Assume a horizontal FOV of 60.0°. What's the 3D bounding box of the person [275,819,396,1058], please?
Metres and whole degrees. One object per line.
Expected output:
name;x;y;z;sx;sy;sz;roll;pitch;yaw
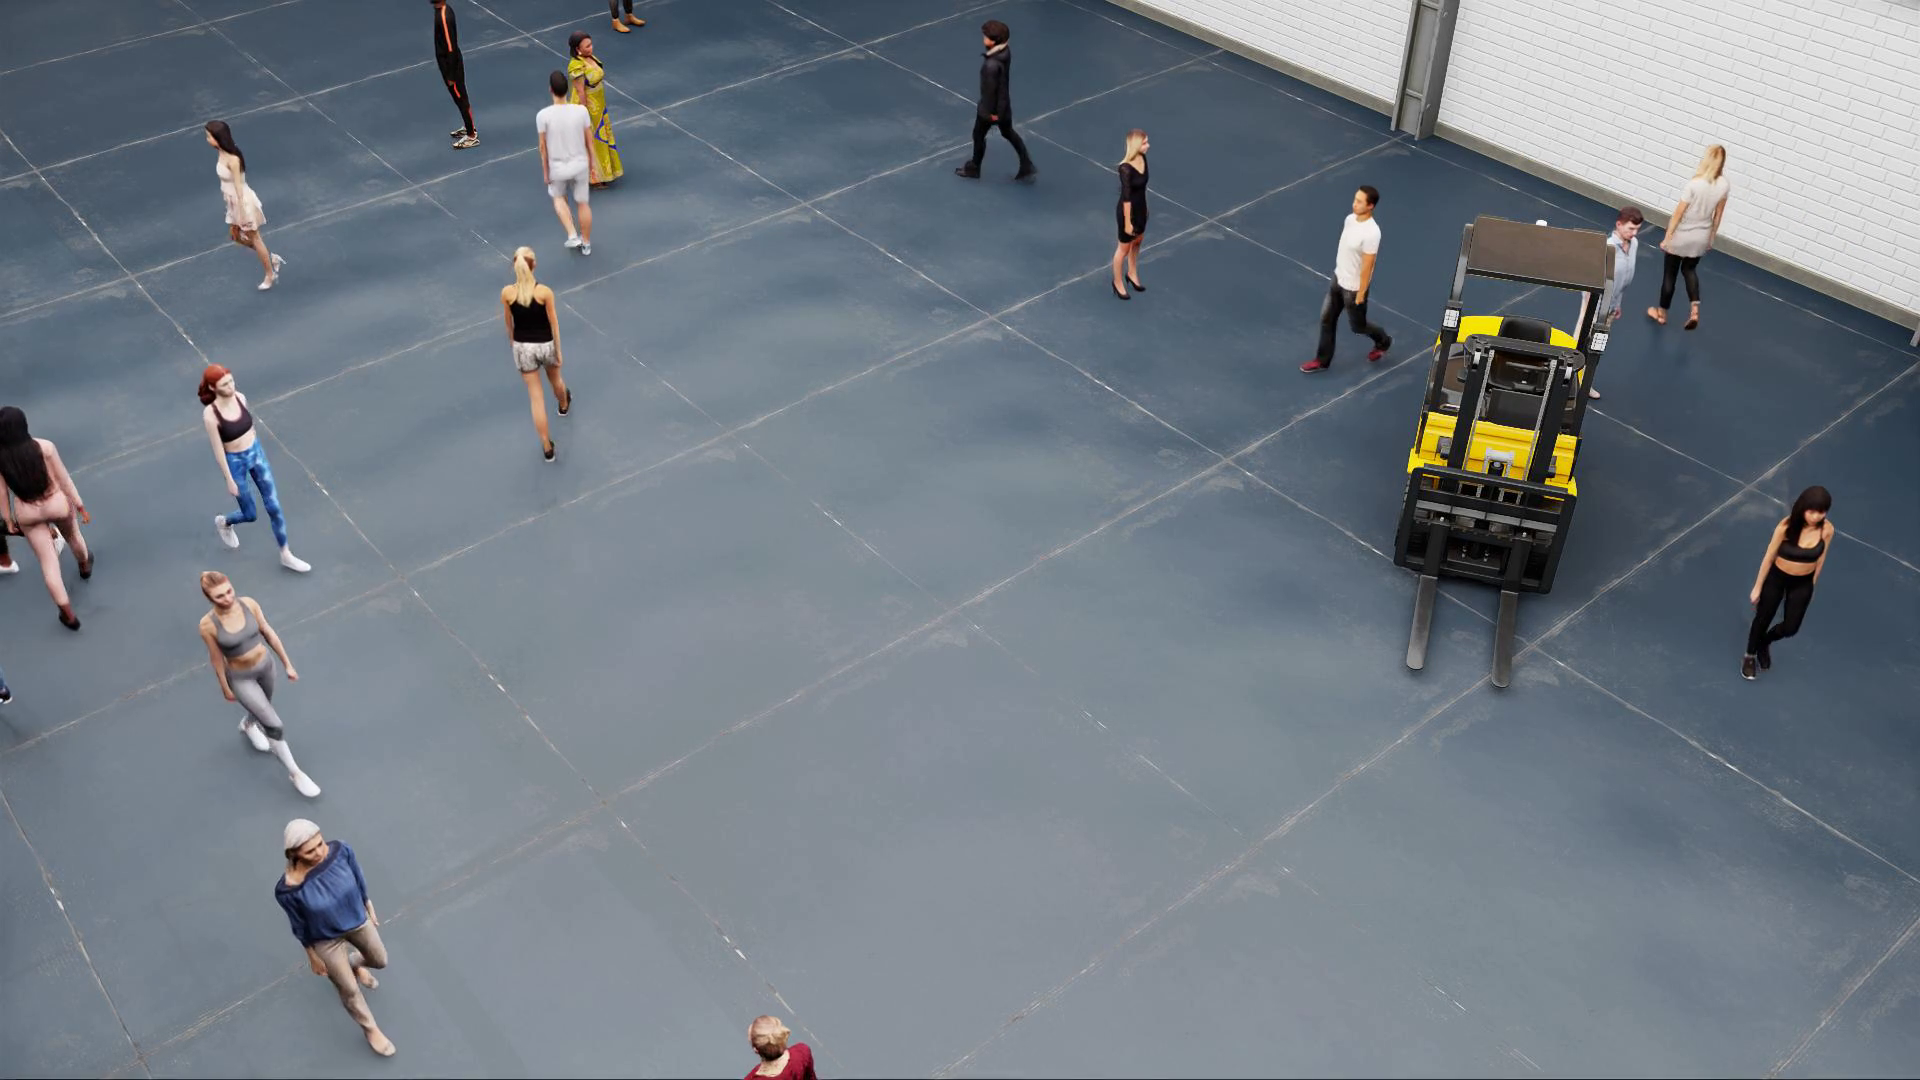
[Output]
person;-3.429;2.105;9.067;0.902;1.687;0.716;26;46;29

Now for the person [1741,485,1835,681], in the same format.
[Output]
person;5.664;0.247;11.431;0.697;1.632;0.763;6;39;8

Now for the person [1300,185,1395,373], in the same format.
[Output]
person;3.493;-2.241;14.439;0.961;1.775;1.118;-13;40;-16

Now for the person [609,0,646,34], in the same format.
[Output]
person;-4.259;-7.219;20.716;0.630;1.711;0.669;22;44;25

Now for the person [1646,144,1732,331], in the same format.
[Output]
person;6.587;-2.655;14.920;0.869;1.811;0.990;-6;39;-7

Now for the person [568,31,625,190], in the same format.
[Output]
person;-3.876;-4.520;17.385;1.054;1.660;0.987;2;39;3

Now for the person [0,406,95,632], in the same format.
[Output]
person;-6.509;-0.133;11.877;0.891;1.669;1.173;-20;43;-23

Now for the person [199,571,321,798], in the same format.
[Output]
person;-4.580;0.839;10.665;1.167;1.662;0.759;25;45;28

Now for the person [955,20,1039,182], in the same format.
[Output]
person;0.452;-4.544;17.329;1.202;1.757;0.963;14;41;17

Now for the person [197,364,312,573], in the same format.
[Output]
person;-5.342;-0.524;12.294;1.084;1.769;0.840;16;41;19

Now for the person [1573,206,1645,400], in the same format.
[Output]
person;5.419;-1.998;14.069;0.665;1.846;0.581;-23;44;-26

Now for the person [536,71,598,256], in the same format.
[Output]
person;-3.754;-3.576;16.049;0.778;1.842;0.741;-17;42;-20

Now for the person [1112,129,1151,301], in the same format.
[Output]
person;1.579;-3.042;15.515;0.566;1.674;0.599;23;44;26

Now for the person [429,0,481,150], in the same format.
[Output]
person;-5.523;-5.176;18.081;0.762;1.807;0.612;-10;40;-13

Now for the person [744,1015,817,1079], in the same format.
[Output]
person;-0.832;2.926;8.054;1.096;1.658;0.779;26;45;29

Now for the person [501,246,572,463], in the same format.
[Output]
person;-3.443;-1.481;13.463;1.032;1.795;1.208;-4;39;-5

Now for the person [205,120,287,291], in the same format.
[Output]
person;-6.622;-3.144;15.601;0.628;1.726;0.569;-26;46;-29
